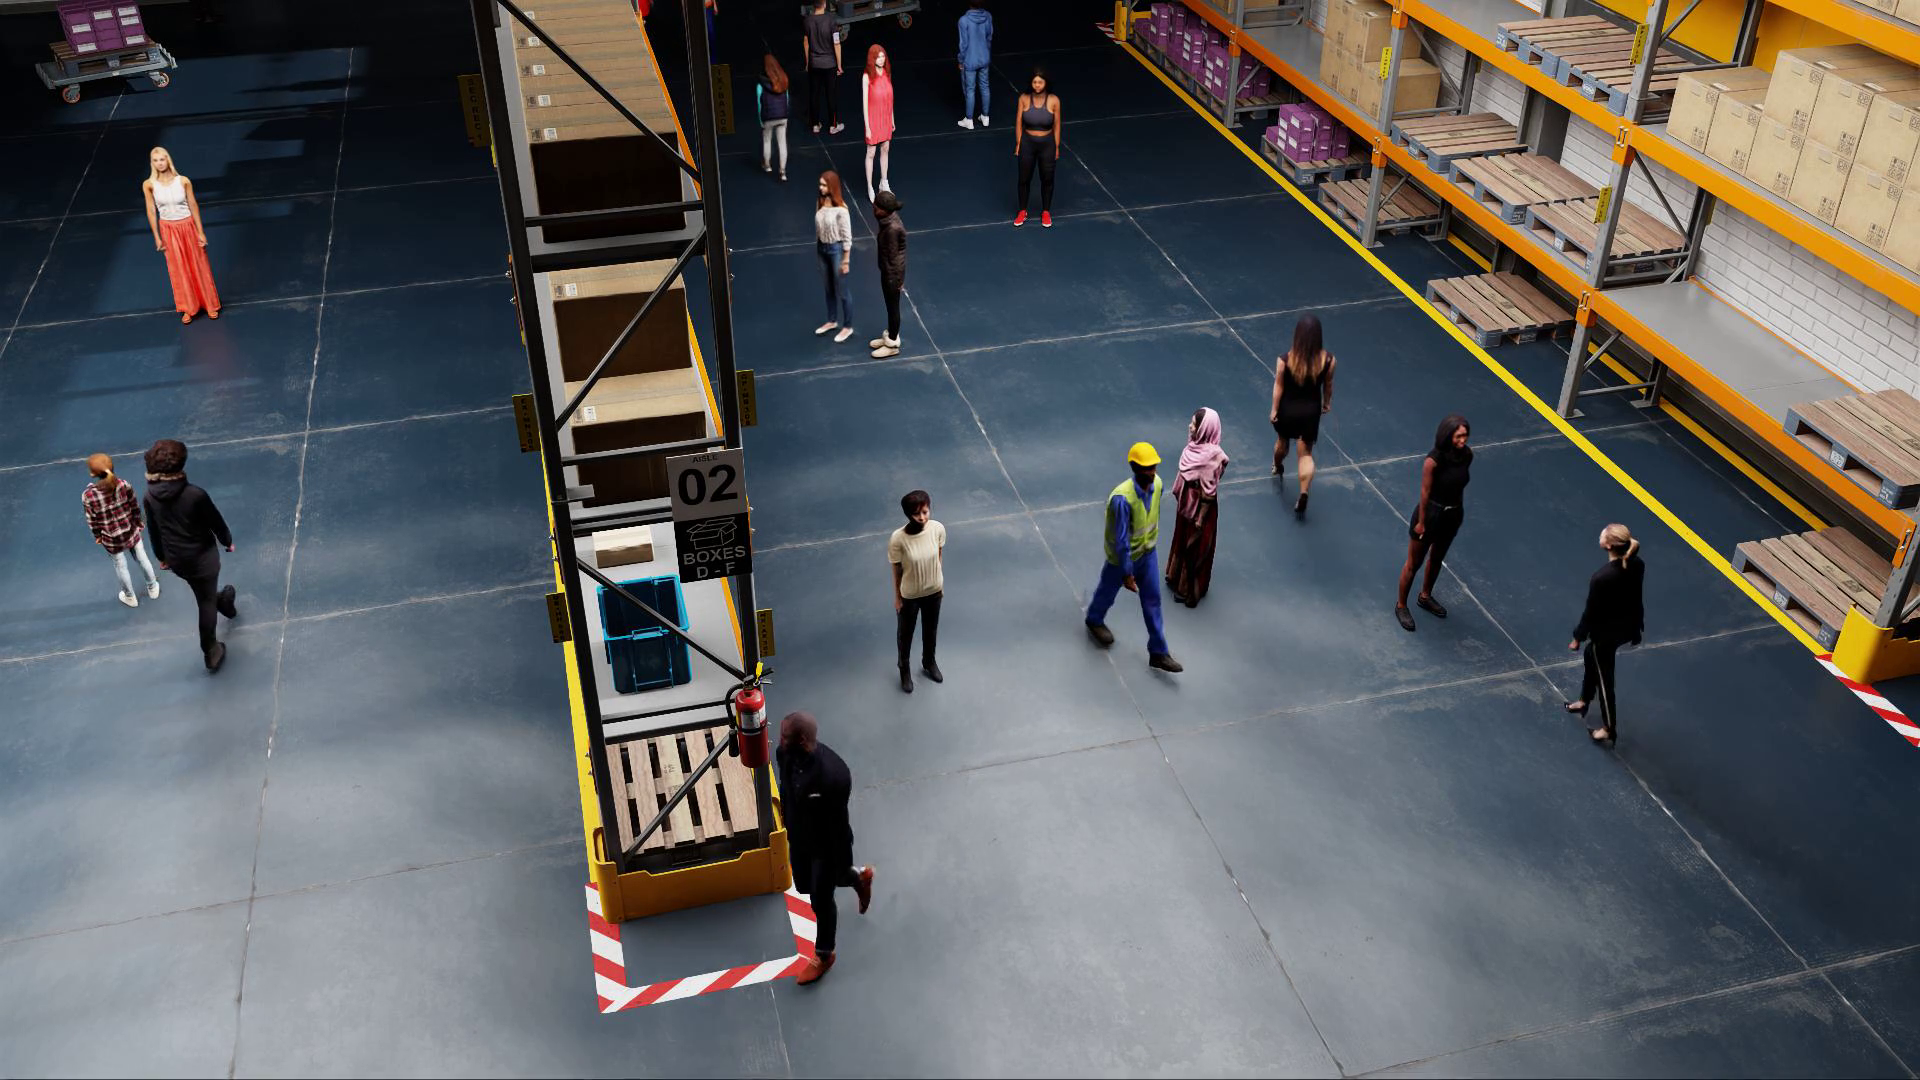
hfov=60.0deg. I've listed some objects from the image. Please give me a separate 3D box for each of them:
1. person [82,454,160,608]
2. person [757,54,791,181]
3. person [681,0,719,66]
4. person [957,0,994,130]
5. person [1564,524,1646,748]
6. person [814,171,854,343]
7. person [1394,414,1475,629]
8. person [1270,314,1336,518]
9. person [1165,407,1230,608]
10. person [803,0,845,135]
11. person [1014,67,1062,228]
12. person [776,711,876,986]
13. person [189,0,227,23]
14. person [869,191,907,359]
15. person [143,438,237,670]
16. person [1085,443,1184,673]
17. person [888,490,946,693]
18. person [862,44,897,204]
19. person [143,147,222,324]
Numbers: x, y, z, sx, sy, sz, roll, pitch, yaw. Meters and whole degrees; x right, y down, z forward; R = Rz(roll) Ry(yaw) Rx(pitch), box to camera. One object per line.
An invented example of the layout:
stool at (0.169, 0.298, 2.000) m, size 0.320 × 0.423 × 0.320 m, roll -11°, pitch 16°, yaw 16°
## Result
person at (-6.375, -0.084, 12.602) m, size 0.614 × 1.305 × 0.644 m, roll -26°, pitch 41°, yaw -33°
person at (-2.192, -5.035, 19.893) m, size 0.610 × 1.480 × 0.795 m, roll -12°, pitch 35°, yaw -17°
person at (-3.659, -7.427, 23.150) m, size 0.672 × 1.858 × 0.727 m, roll -9°, pitch 35°, yaw -13°
person at (0.196, -6.202, 21.349) m, size 0.730 × 1.811 × 0.671 m, roll -18°, pitch 38°, yaw -25°
person at (4.412, 0.697, 11.093) m, size 0.761 × 1.674 × 0.832 m, roll -19°, pitch 38°, yaw -27°
person at (-1.236, -2.798, 16.304) m, size 0.609 × 1.728 × 0.713 m, roll 26°, pitch 42°, yaw 33°
person at (3.538, -0.158, 12.319) m, size 0.647 × 1.740 × 0.592 m, roll -18°, pitch 37°, yaw -24°
person at (2.802, -0.980, 13.619) m, size 0.846 × 1.671 × 1.111 m, roll 0°, pitch 34°, yaw 0°
person at (1.800, -0.282, 12.600) m, size 0.732 × 1.637 × 0.553 m, roll -6°, pitch 34°, yaw -9°
person at (-1.763, -6.068, 21.191) m, size 0.717 × 1.763 × 0.706 m, roll 8°, pitch 34°, yaw 12°
person at (0.875, -4.425, 18.671) m, size 0.750 × 1.815 × 0.752 m, roll 4°, pitch 34°, yaw 7°
person at (-0.744, 1.685, 9.504) m, size 1.093 × 1.789 × 1.086 m, roll 25°, pitch 41°, yaw 33°
person at (-11.702, -8.849, 25.282) m, size 0.778 × 1.865 × 0.831 m, roll 17°, pitch 37°, yaw 23°
person at (-0.648, -2.574, 16.028) m, size 0.632 × 1.660 × 0.558 m, roll 10°, pitch 35°, yaw 15°
person at (-5.495, 0.152, 11.869) m, size 0.786 × 1.724 × 1.130 m, roll -2°, pitch 34°, yaw -3°
person at (1.171, 0.074, 11.942) m, size 0.966 × 1.772 × 1.274 m, roll -22°, pitch 40°, yaw -30°
person at (-0.290, 0.347, 11.698) m, size 0.635 × 1.587 × 0.550 m, roll -16°, pitch 37°, yaw -23°
person at (-0.953, -4.835, 19.277) m, size 0.662 × 1.828 × 0.661 m, roll -28°, pitch 43°, yaw -35°
person at (-7.796, -3.058, 16.628) m, size 0.656 × 1.802 × 0.620 m, roll -13°, pitch 36°, yaw -19°
